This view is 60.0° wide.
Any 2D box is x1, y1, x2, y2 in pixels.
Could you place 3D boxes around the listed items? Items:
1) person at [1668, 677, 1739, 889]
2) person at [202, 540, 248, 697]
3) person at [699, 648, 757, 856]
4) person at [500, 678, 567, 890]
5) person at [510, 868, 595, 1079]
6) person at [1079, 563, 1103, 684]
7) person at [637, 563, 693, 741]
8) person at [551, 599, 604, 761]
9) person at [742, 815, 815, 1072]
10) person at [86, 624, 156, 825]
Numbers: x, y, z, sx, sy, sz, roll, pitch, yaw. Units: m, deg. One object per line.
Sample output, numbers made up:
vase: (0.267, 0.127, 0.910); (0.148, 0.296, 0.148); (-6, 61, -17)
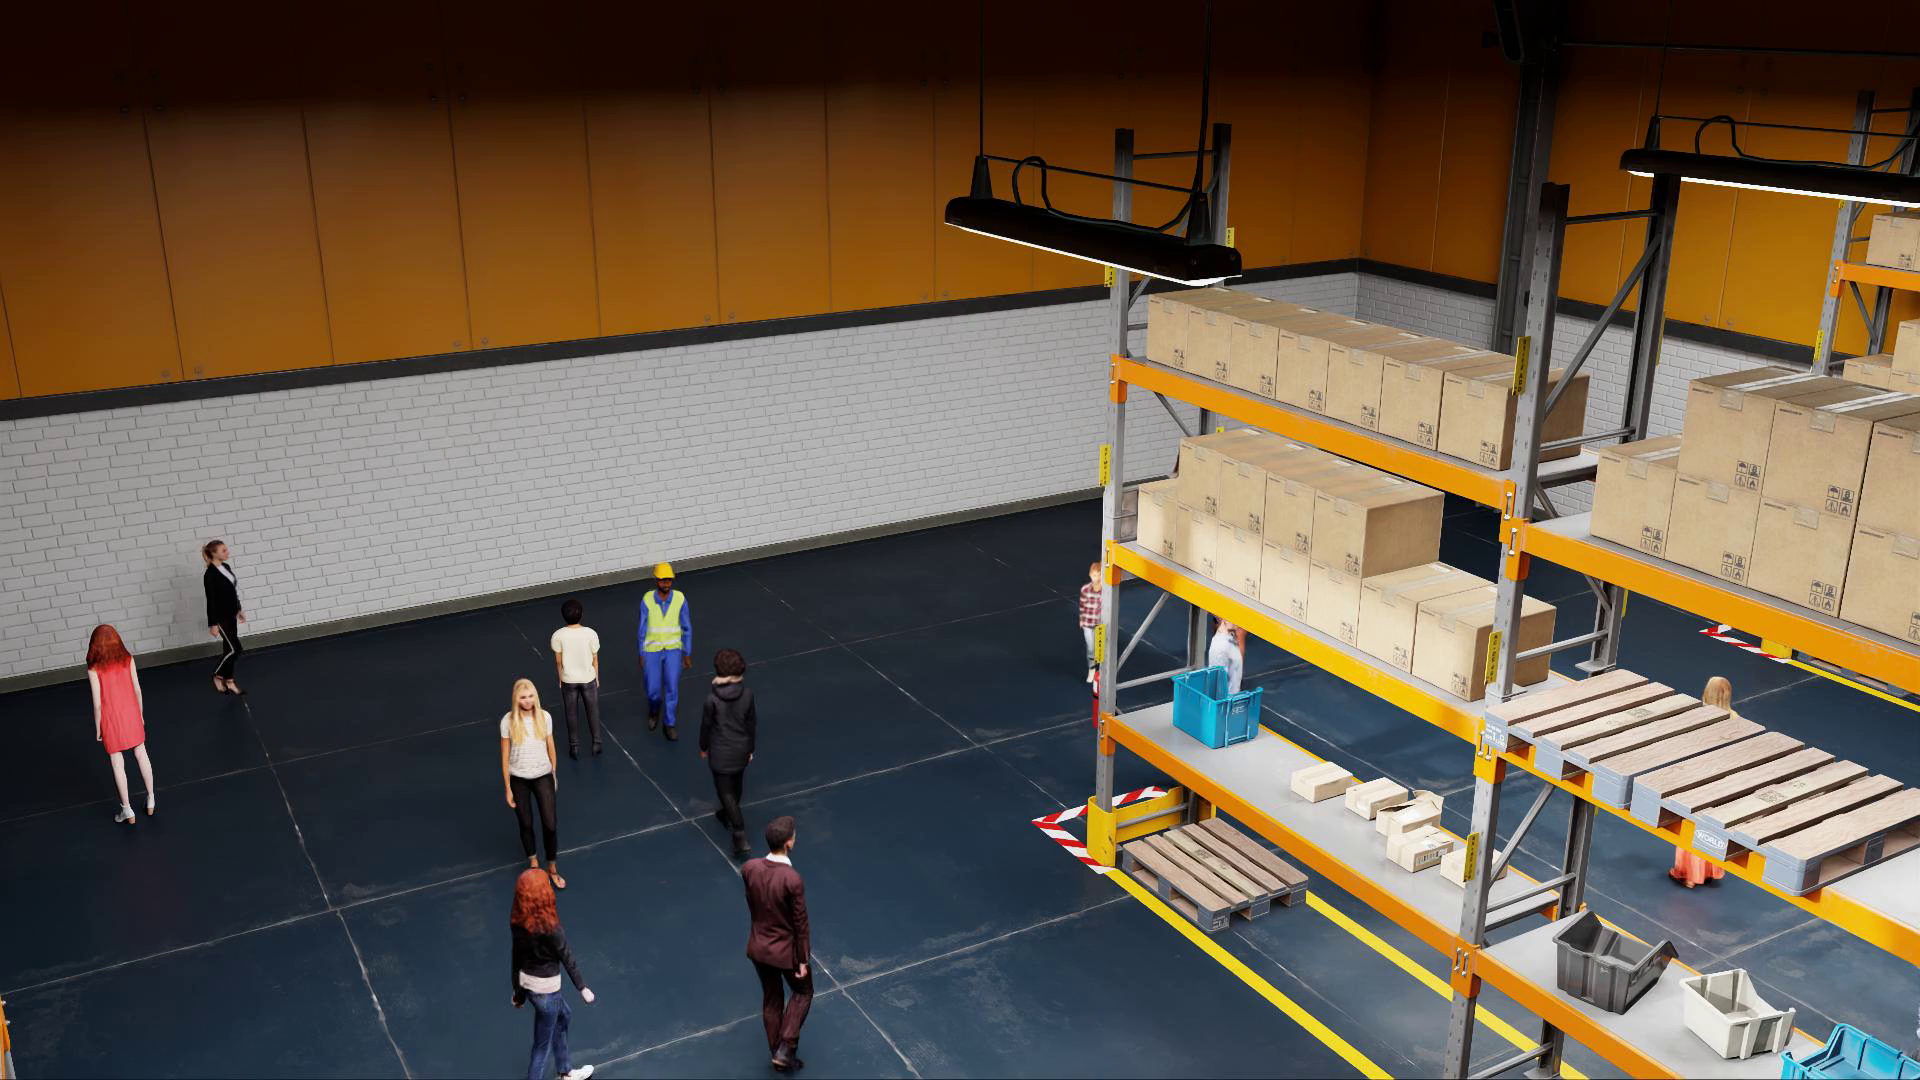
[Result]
person: (6.029, 1.947, 13.432); (0.677, 1.802, 0.641); (-6, 20, -17)
person: (-7.592, 0.810, 16.975); (0.789, 1.696, 0.687); (-1, 19, -4)
person: (-1.918, 1.791, 13.967); (0.637, 1.757, 1.108); (-12, 22, -31)
person: (-3.511, 1.930, 13.472); (0.634, 1.809, 0.714); (-8, 20, -22)
person: (-2.721, 2.941, 10.541); (0.891, 1.764, 0.812); (17, 25, 40)
person: (1.440, 0.838, 17.520); (0.768, 1.296, 0.828); (5, 19, 14)
person: (-2.896, 1.046, 16.111); (0.737, 1.800, 0.764); (-6, 19, -16)
person: (-3.591, 1.310, 15.661); (0.643, 1.587, 0.579); (-4, 19, -12)
person: (-1.245, 2.733, 11.023); (0.836, 1.850, 0.906); (9, 21, 24)
person: (-7.296, 1.587, 14.460); (0.645, 1.828, 0.659); (12, 22, 33)
